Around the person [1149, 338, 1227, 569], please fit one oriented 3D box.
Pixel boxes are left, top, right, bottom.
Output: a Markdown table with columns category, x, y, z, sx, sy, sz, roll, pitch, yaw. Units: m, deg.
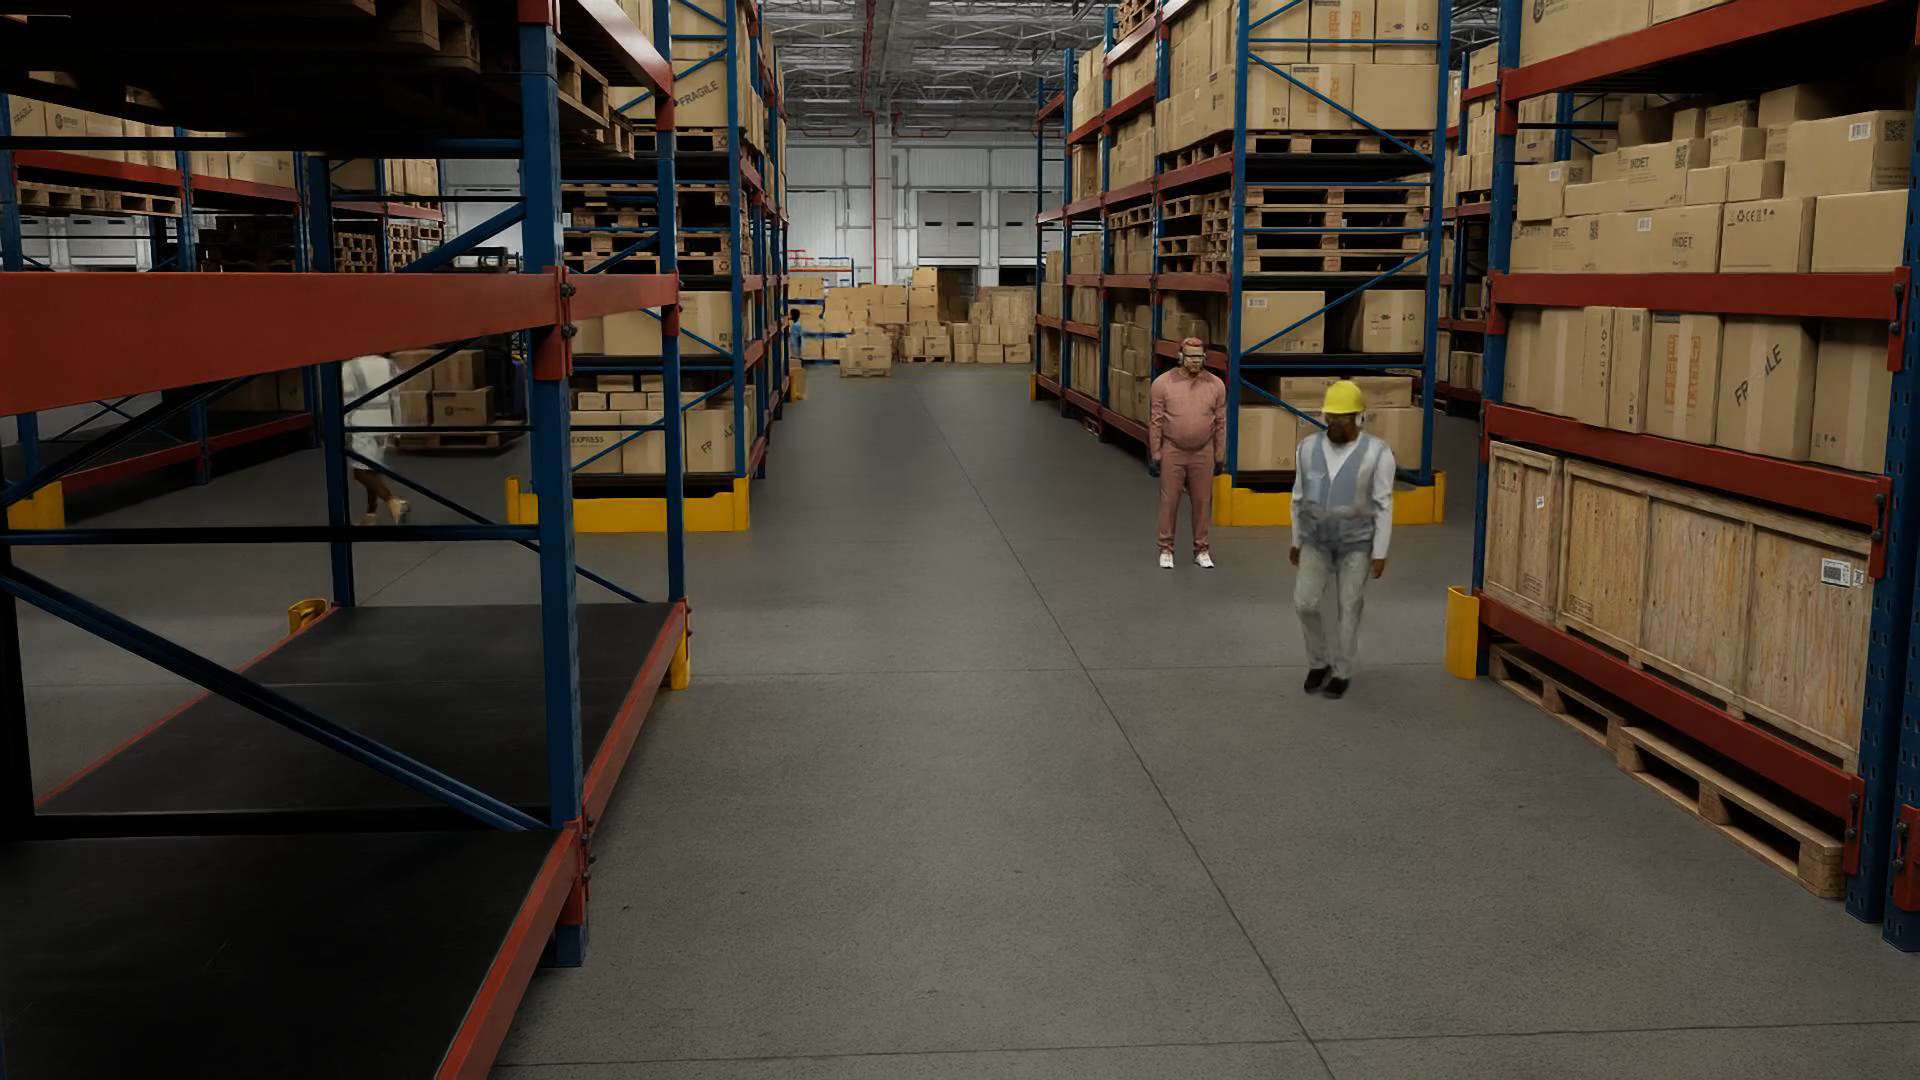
| category | x | y | z | sx | sy | sz | roll | pitch | yaw |
| --- | --- | --- | --- | --- | --- | --- | --- | --- | --- |
| person | 1.875 | -0.706 | 13.650 | 0.642 | 1.900 | 0.401 | -1 | 9 | -3 |

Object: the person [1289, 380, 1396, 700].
| category | x | y | z | sx | sy | sz | roll | pitch | yaw |
| --- | --- | --- | --- | --- | --- | --- | --- | --- | --- |
| person | 2.131 | 0.009 | 9.390 | 0.624 | 1.815 | 0.459 | 6 | 11 | 31 |

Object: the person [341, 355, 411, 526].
| category | x | y | z | sx | sy | sz | roll | pitch | yaw |
| --- | --- | --- | --- | --- | --- | --- | --- | --- | --- |
| person | -5.375 | -1.022 | 15.243 | 0.791 | 2.009 | 0.626 | 6 | 11 | 33 |

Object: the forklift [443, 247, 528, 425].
| category | x | y | z | sx | sy | sz | roll | pitch | yaw |
| --- | --- | --- | --- | --- | --- | --- | --- | --- | --- |
| forklift | -7.228 | -2.997 | 24.951 | 1.129 | 2.768 | 1.873 | -1 | 9 | -4 |

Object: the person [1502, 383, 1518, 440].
| category | x | y | z | sx | sy | sz | roll | pitch | yaw |
| --- | --- | --- | --- | --- | --- | --- | --- | --- | --- |
| person | 5.459 | -0.996 | 16.145 | 0.549 | 1.666 | 0.445 | 7 | 11 | 38 |

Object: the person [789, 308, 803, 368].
| category | x | y | z | sx | sy | sz | roll | pitch | yaw |
| --- | --- | --- | --- | --- | --- | --- | --- | --- | --- |
| person | -3.668 | -4.241 | 36.502 | 0.569 | 1.671 | 0.546 | -2 | 9 | -12 |
